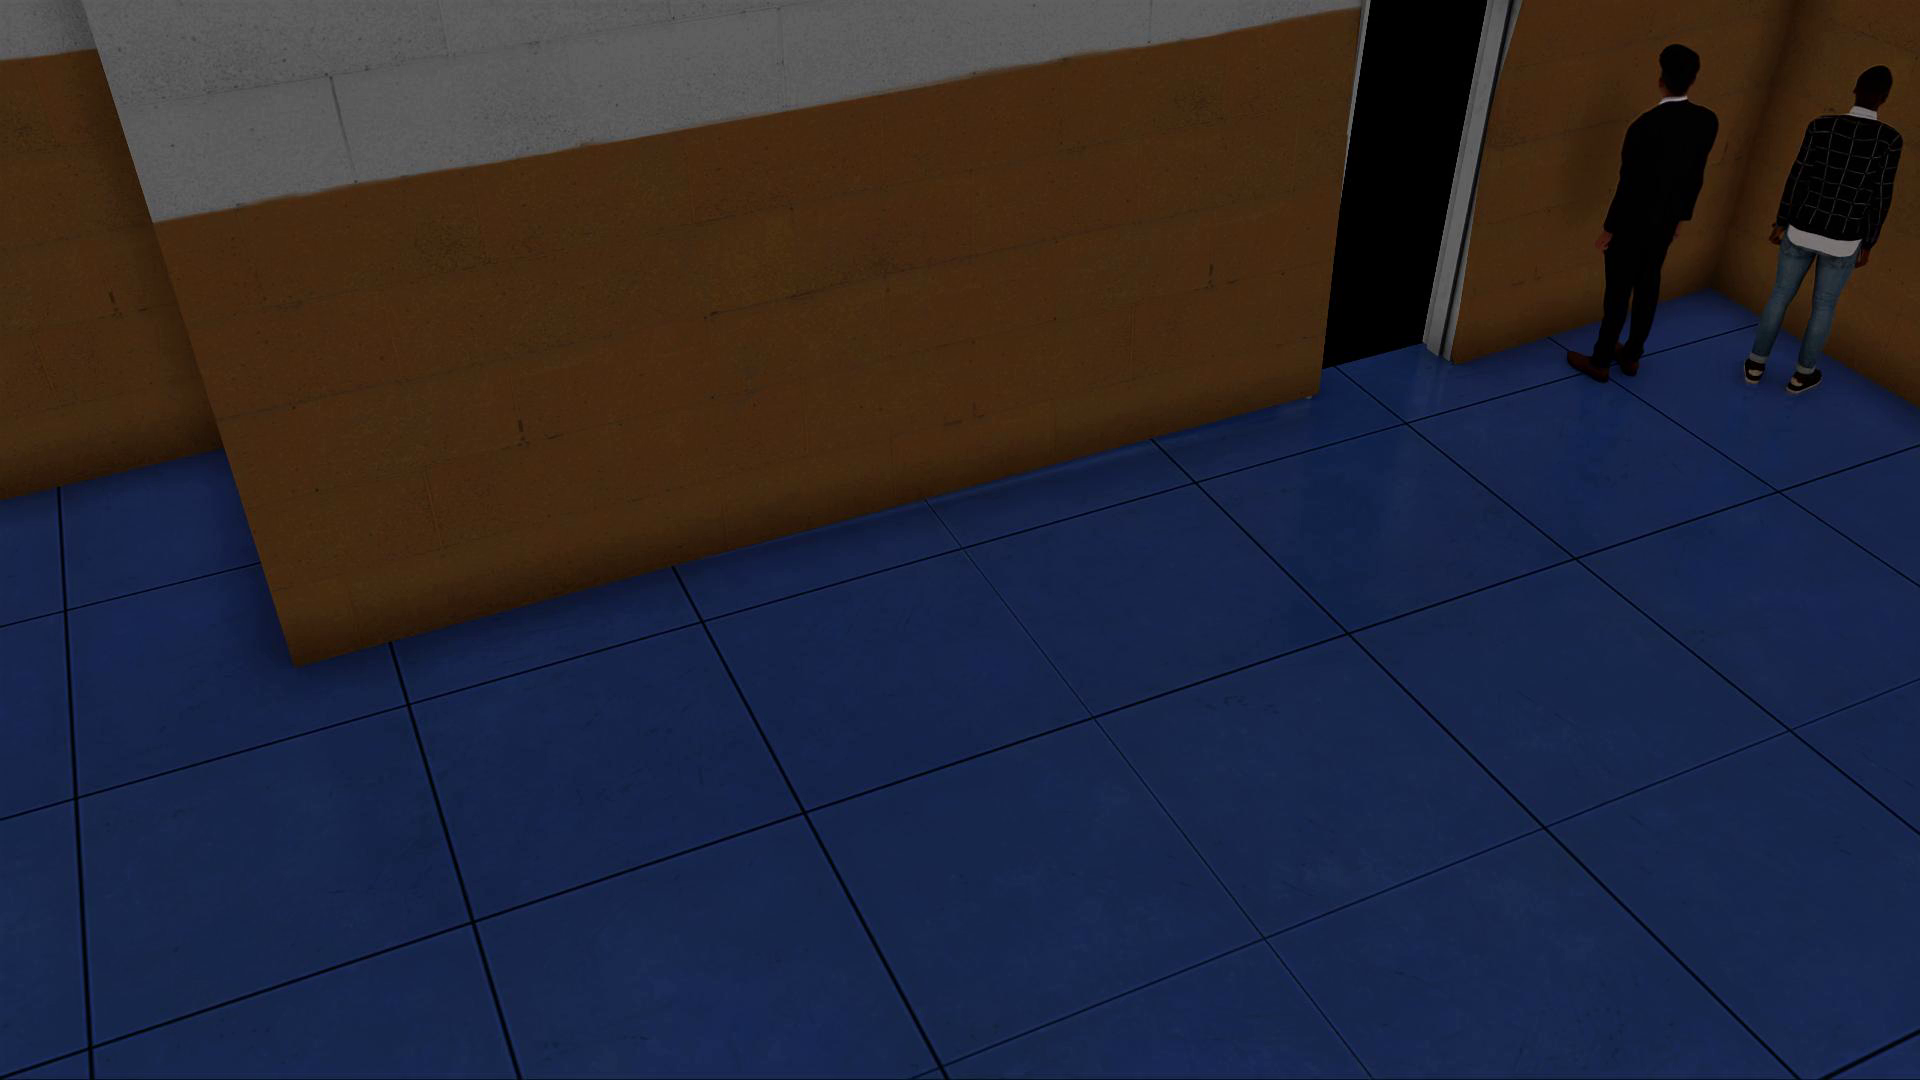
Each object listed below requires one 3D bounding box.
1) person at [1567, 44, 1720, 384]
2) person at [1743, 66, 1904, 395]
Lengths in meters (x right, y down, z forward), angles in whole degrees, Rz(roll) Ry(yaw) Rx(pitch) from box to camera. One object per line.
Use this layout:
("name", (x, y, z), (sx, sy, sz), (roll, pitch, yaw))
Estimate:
("person", (3.685, -1.720, 8.924), (0.719, 1.879, 0.580), (-11, 38, -15))
("person", (4.604, -1.637, 8.863), (0.685, 1.820, 0.809), (22, 42, 27))
